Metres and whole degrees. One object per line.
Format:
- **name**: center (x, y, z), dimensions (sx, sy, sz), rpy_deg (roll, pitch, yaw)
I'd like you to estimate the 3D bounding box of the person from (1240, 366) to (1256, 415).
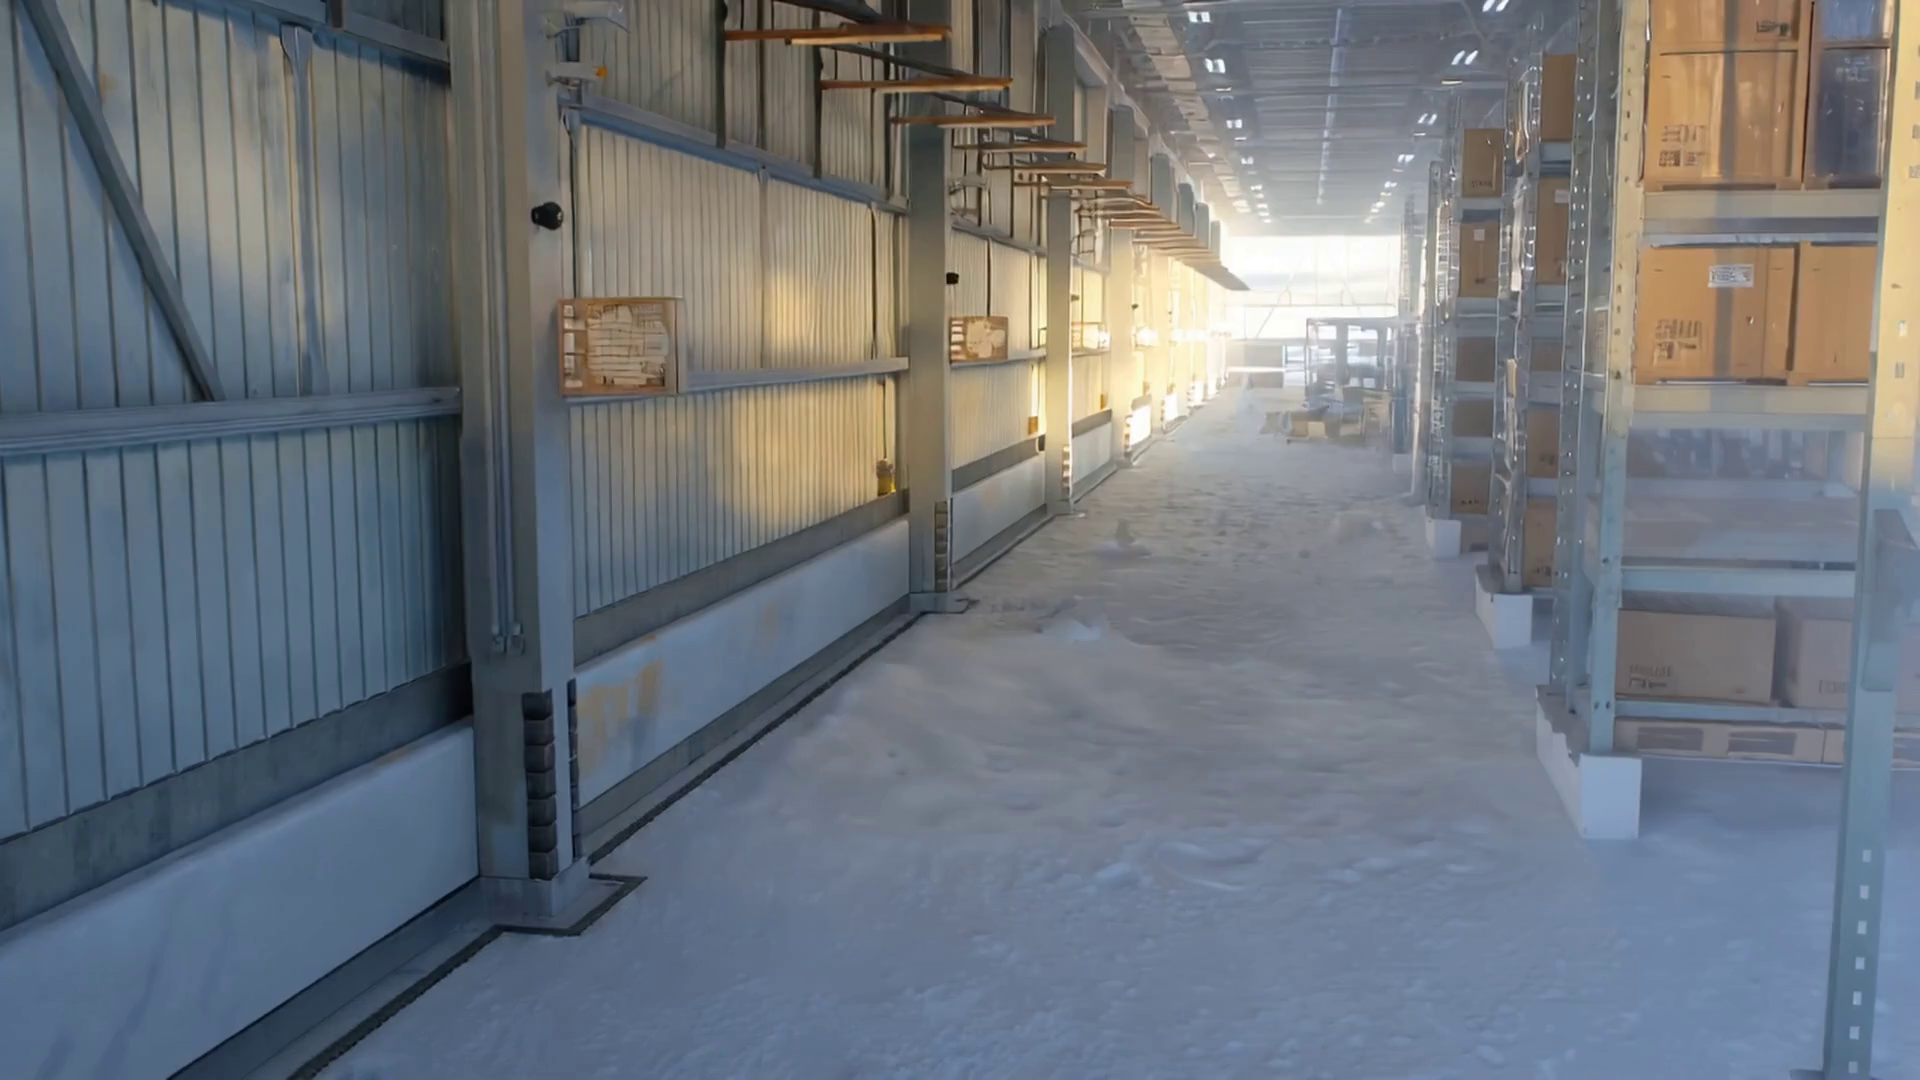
- **person**: center (10.789, -5.595, 62.364), dimensions (0.573, 1.828, 0.738), rpy_deg (2, 7, 14)
